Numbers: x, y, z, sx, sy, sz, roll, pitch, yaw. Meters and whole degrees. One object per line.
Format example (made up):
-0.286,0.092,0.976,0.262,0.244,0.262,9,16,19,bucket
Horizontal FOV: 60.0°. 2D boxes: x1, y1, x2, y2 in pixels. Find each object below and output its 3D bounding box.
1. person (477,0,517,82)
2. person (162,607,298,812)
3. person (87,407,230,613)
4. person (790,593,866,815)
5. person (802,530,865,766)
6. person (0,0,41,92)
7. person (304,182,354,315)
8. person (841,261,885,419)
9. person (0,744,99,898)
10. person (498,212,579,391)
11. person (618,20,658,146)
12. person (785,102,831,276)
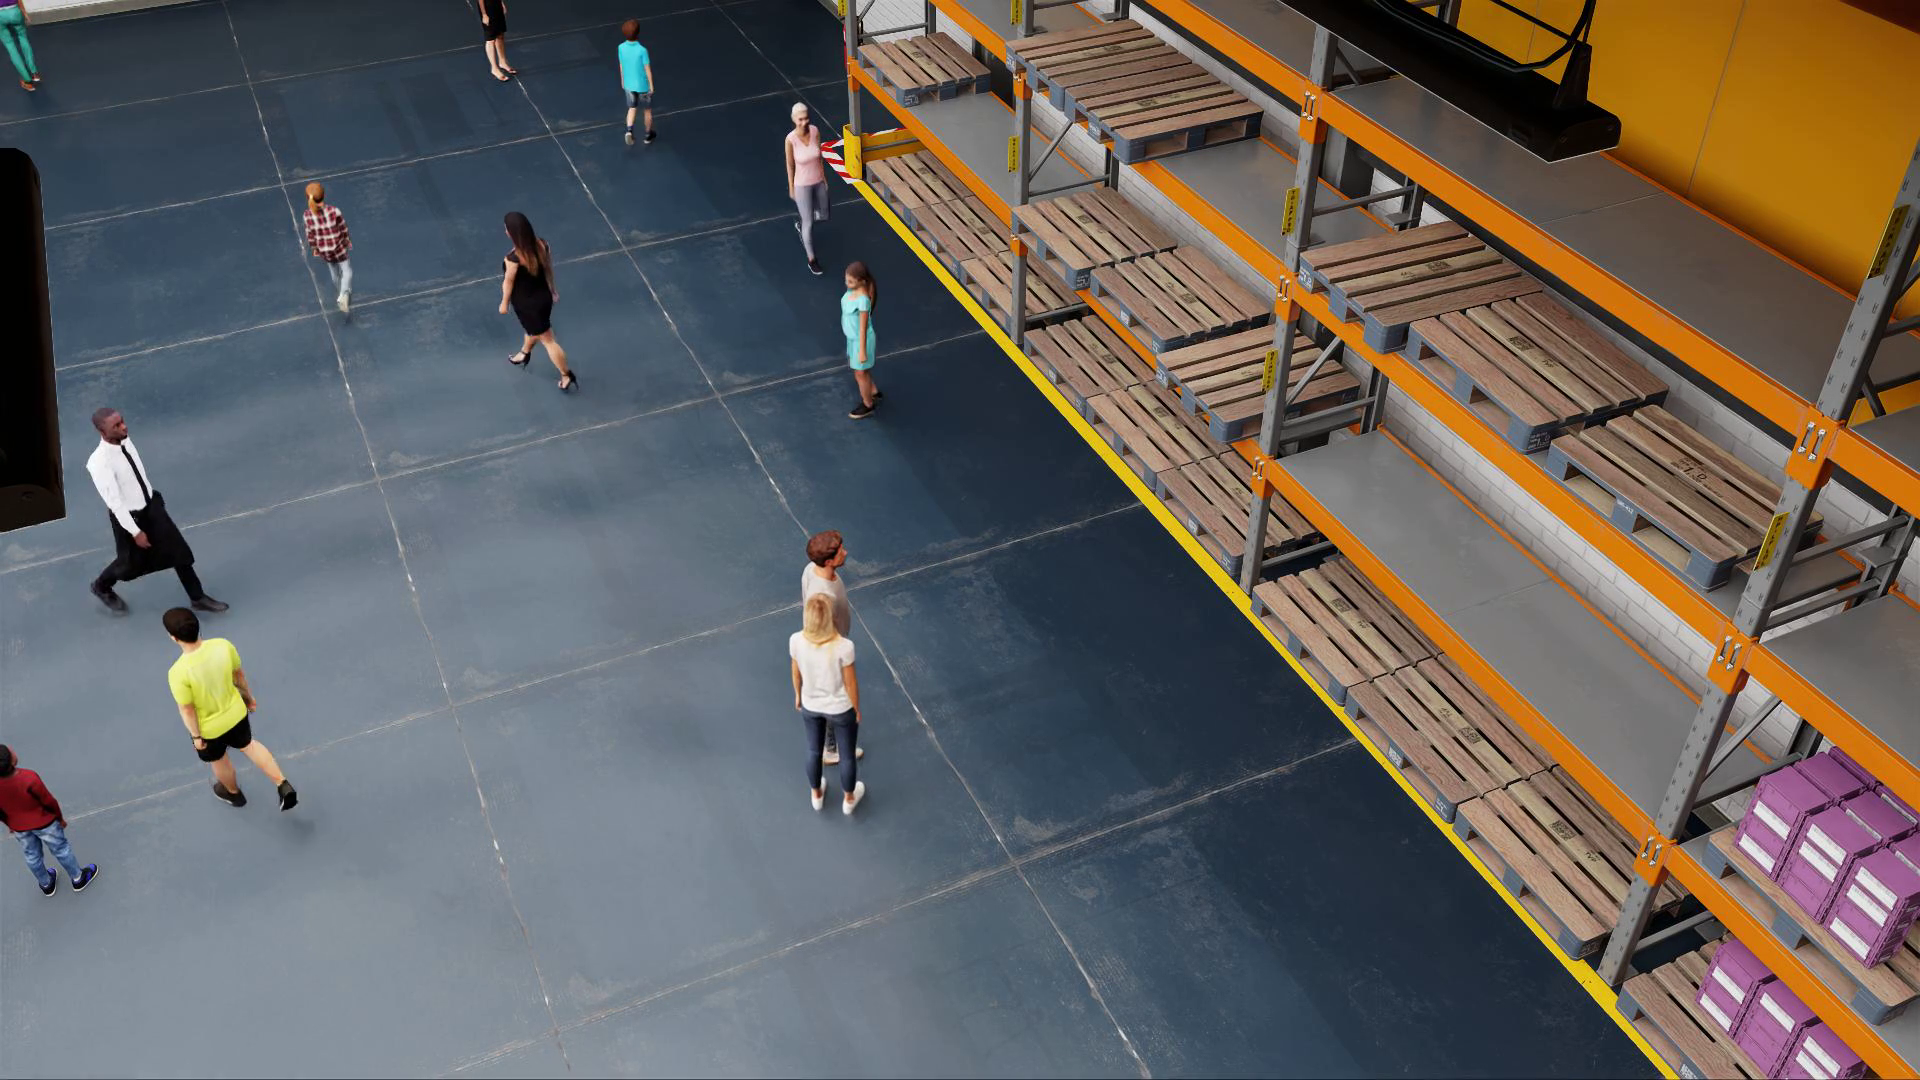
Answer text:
-5.645,-6.399,19.974,0.726,1.746,0.656,11,40,14,person
-4.674,1.129,10.592,1.060,1.690,0.925,21,43,24,person
-6.099,-0.159,12.120,1.160,1.797,1.268,5,39,6,person
-0.833,1.070,10.571,0.678,1.810,0.723,9,40,11,person
-0.872,0.705,10.959,0.752,1.894,0.580,-7,39,-8,person
-11.278,-6.180,19.689,0.782,1.760,0.852,-29,47,-31,person
-5.966,-2.767,15.787,0.680,1.295,0.865,-5,39,-6,person
-0.848,-1.742,14.299,0.780,1.551,0.604,-3,39,-3,person
-5.695,1.714,10.208,0.558,1.256,0.565,-5,39,-6,person
-3.656,-2.032,14.566,1.132,1.671,1.038,16,41,19,person
-3.637,-5.077,18.567,0.764,1.436,0.843,9,40,11,person
-1.518,-3.529,16.407,0.687,1.714,0.945,-24,45,-27,person
